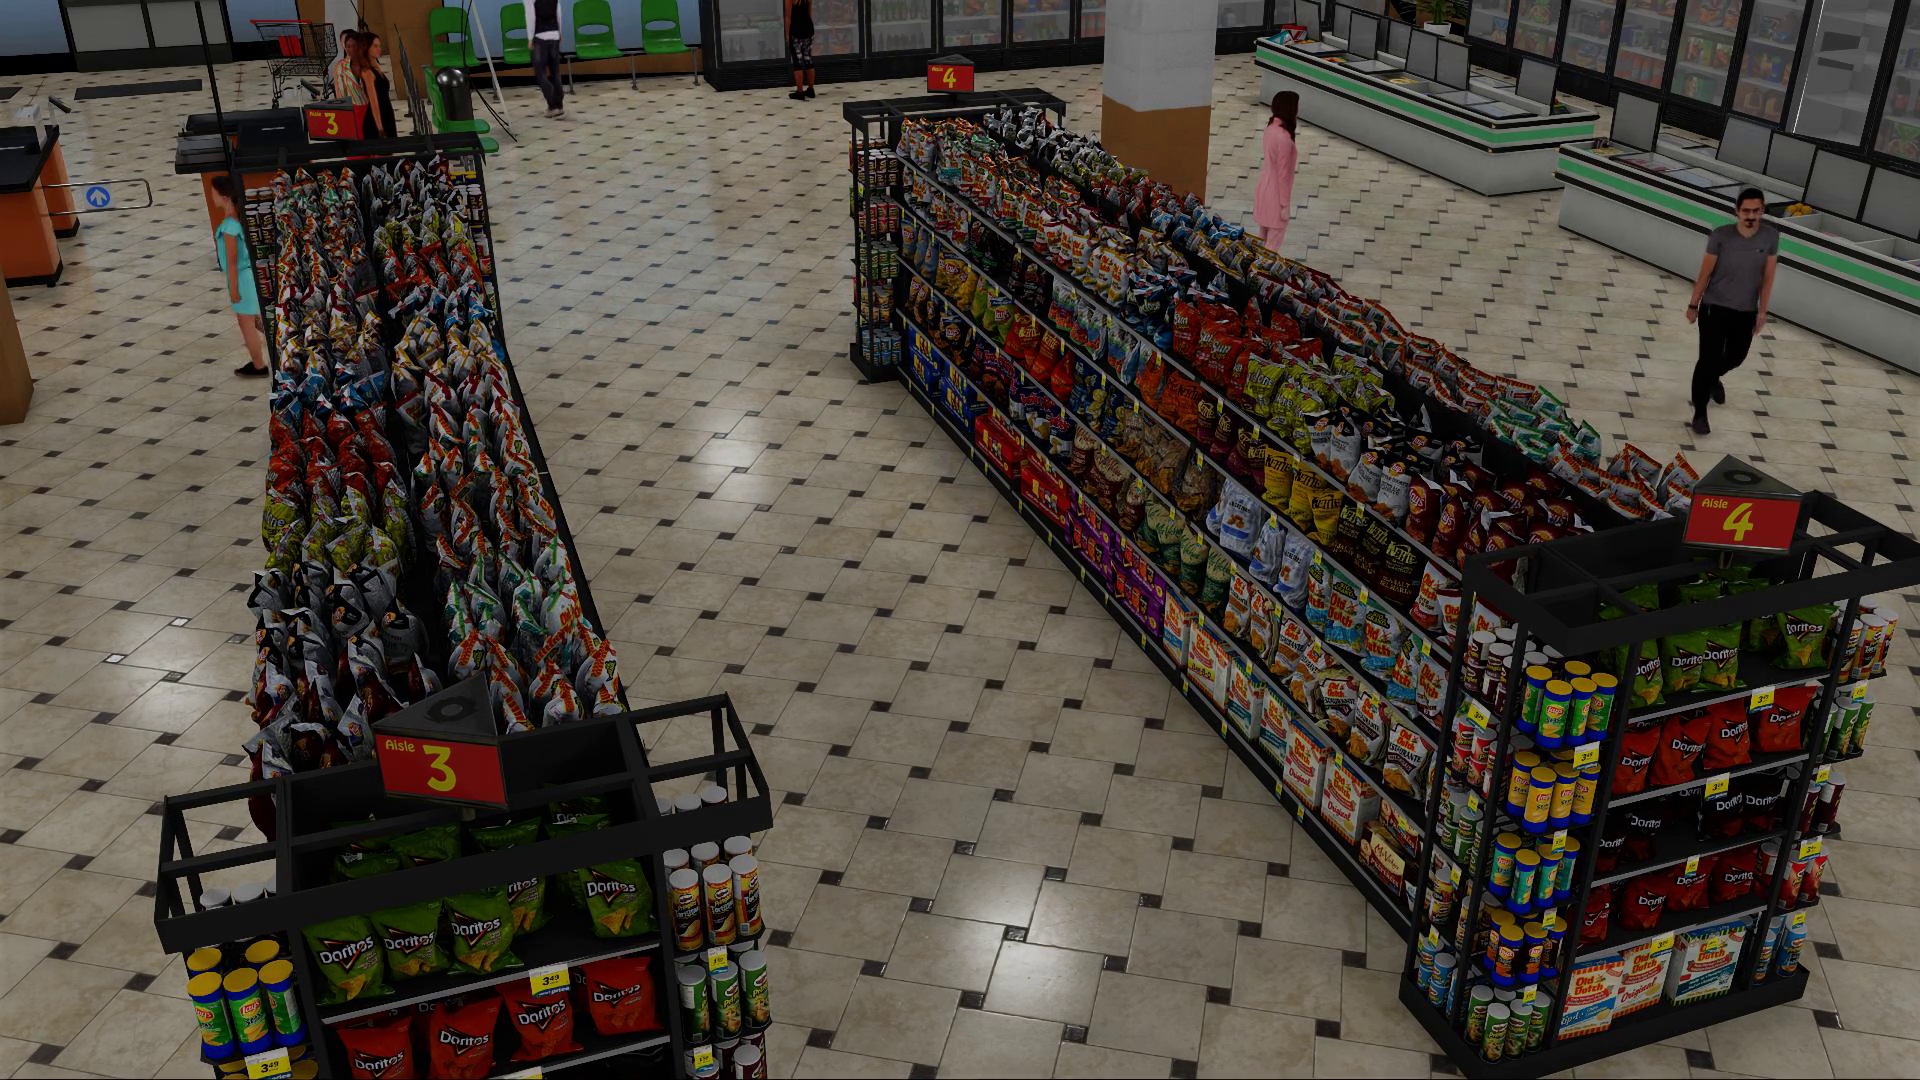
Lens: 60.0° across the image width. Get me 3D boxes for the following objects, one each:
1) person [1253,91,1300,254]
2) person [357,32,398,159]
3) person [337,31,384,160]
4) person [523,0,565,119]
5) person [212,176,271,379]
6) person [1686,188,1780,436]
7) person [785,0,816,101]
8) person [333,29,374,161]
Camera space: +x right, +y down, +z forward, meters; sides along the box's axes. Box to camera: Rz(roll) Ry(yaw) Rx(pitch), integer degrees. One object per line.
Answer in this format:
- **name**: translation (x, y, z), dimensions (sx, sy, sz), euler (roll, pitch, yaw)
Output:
- **person**: translation (2.593, -2.819, 13.824), dimensions (0.697, 1.799, 0.518), euler (-5, 27, -9)
- **person**: translation (-5.563, -3.930, 15.974), dimensions (0.681, 1.834, 0.524), euler (-5, 27, -9)
- **person**: translation (-5.806, -4.069, 16.294), dimensions (0.607, 1.793, 0.541), euler (-7, 28, -14)
- **person**: translation (-5.041, -6.076, 20.213), dimensions (0.886, 1.829, 0.846), euler (19, 32, 32)
- **person**: translation (-5.255, -1.941, 12.363), dimensions (0.740, 1.554, 0.754), euler (0, 27, -1)
- **person**: translation (5.328, -1.624, 11.555), dimensions (0.911, 1.718, 1.098), euler (2, 27, 4)
- **person**: translation (-2.025, -6.485, 21.203), dimensions (0.639, 1.662, 0.633), euler (-23, 35, -38)
- **person**: translation (-6.018, -4.251, 16.727), dimensions (0.640, 1.727, 0.601), euler (-13, 30, -24)
